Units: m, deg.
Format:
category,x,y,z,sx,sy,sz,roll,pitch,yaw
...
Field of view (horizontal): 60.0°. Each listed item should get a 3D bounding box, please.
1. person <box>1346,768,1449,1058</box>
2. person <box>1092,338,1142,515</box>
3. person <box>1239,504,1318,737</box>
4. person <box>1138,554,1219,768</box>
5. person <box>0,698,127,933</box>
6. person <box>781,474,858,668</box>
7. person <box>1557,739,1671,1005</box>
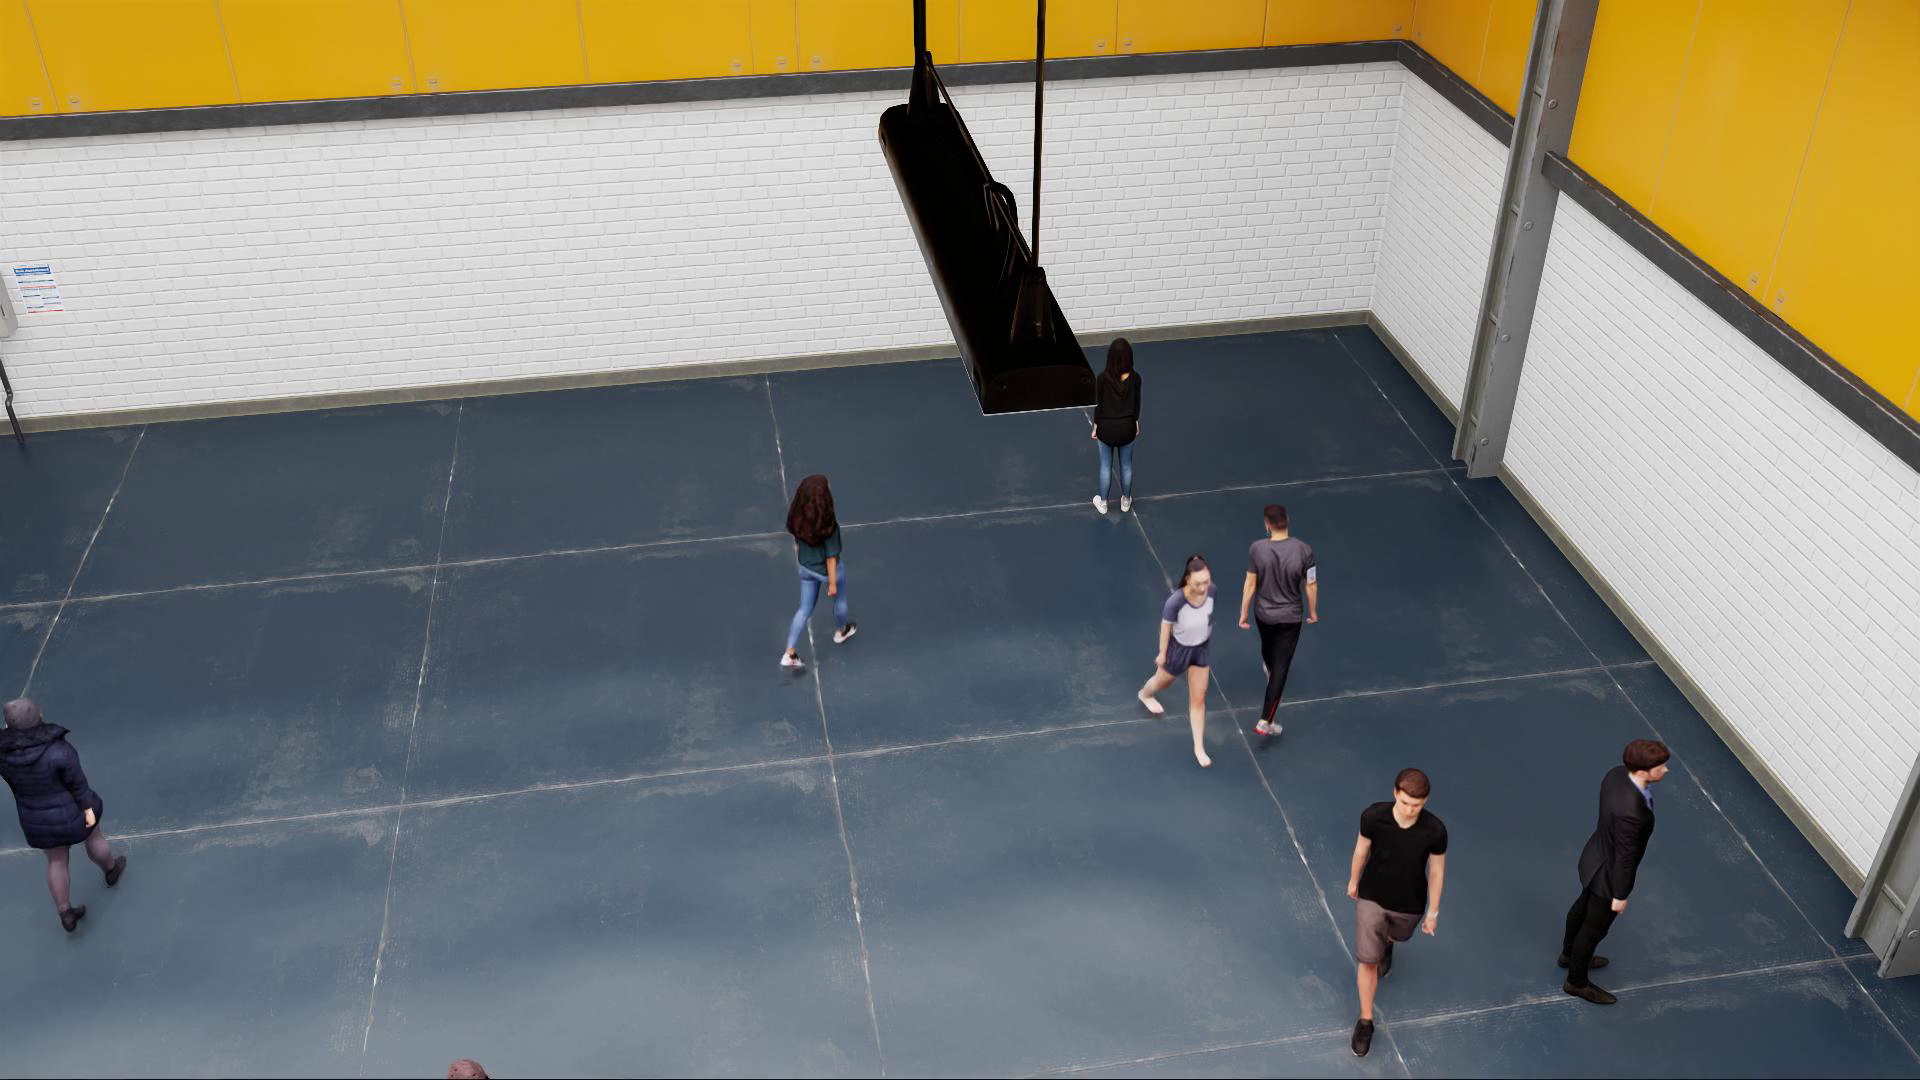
category,x,y,z,sx,sy,sz,roll,pitch,yaw
person,2.535,2.005,9.662,1.055,1.829,1.321,9,35,14
person,1.347,-0.979,14.316,0.576,1.646,0.544,-2,34,-3
person,2.254,0.599,11.885,1.106,1.709,1.308,14,36,20
person,1.541,0.750,11.760,0.770,1.596,1.150,-15,36,-21
person,-5.623,1.709,10.268,0.729,1.651,0.960,-2,34,-2
person,-1.112,0.263,12.503,1.040,1.584,1.109,20,39,28
person,3.810,1.908,9.748,0.830,1.894,0.680,6,34,9
